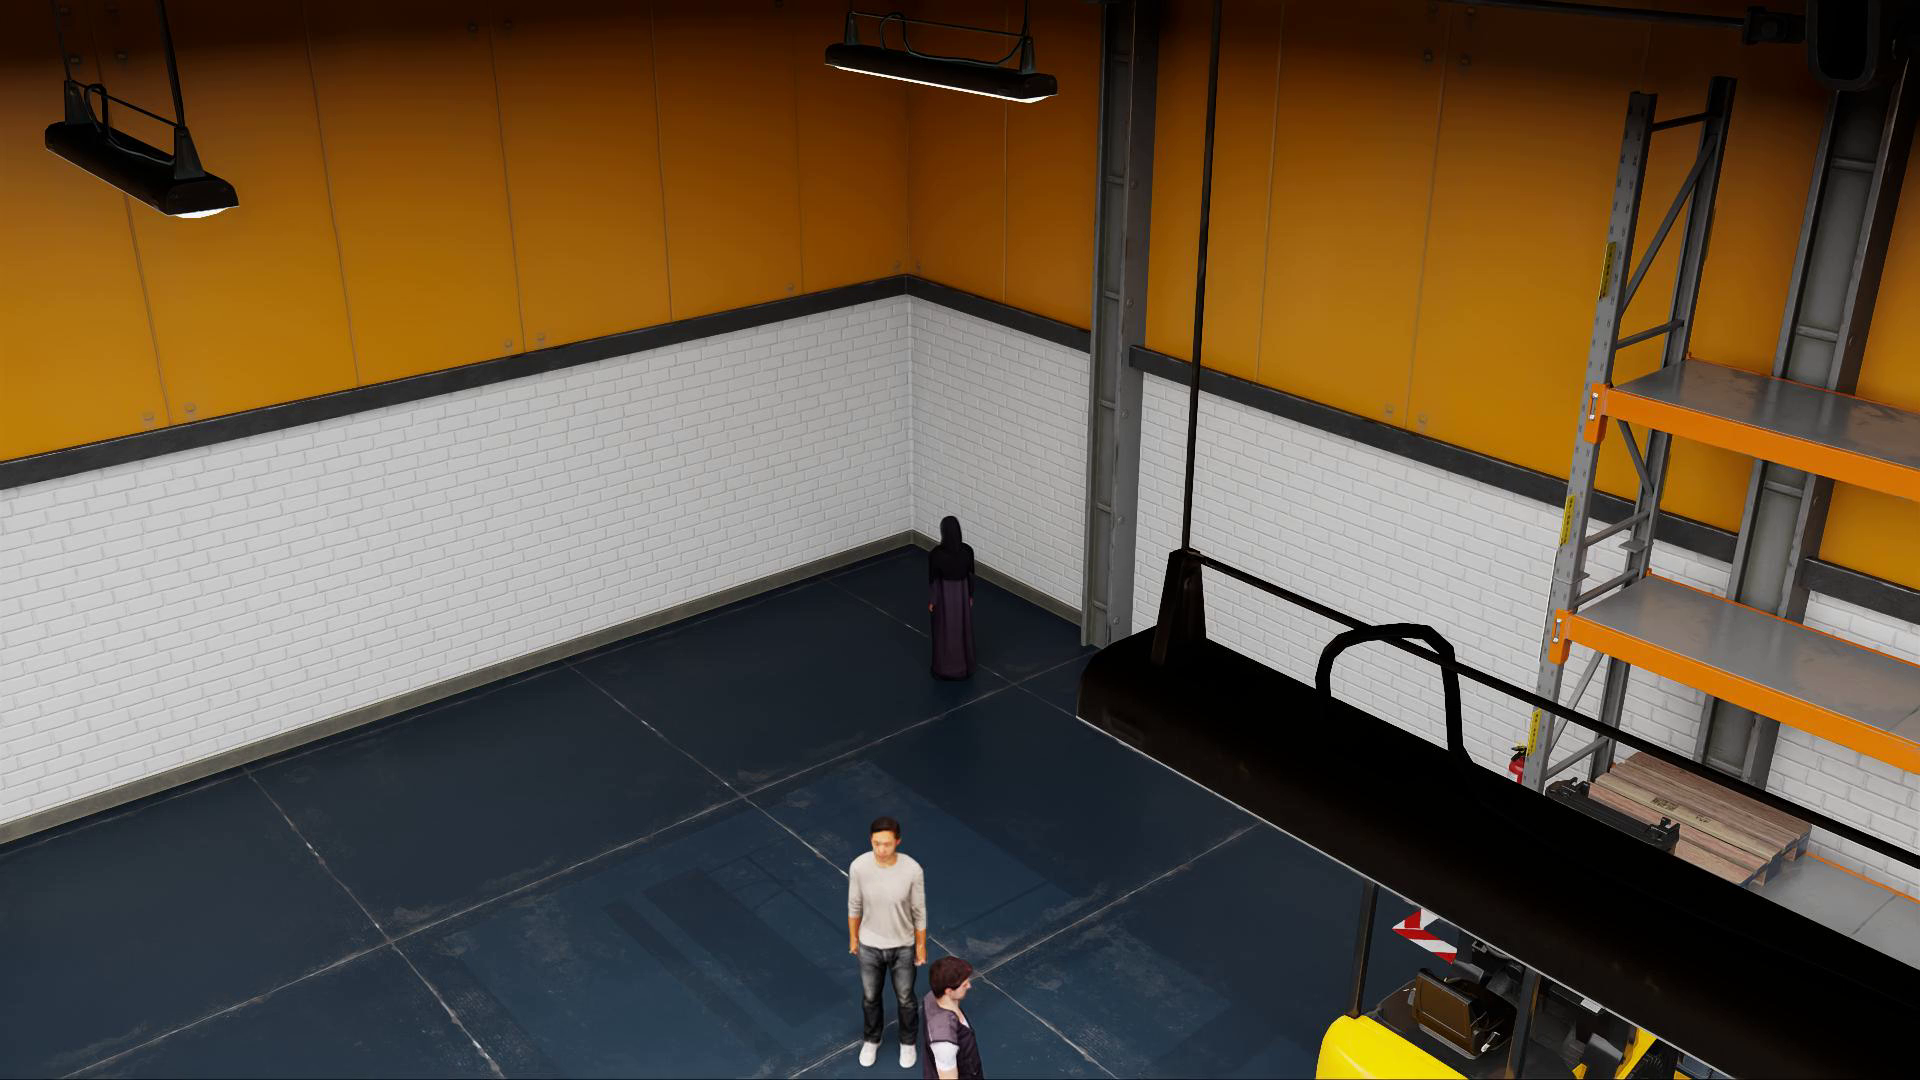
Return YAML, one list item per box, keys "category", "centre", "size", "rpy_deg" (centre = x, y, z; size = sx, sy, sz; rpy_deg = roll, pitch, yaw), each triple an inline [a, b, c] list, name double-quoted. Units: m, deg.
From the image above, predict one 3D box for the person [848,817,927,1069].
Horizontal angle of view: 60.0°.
- category: "person"
  centre: [-0.457, 2.515, 10.528]
  size: [0.721, 1.809, 0.782]
  rpy_deg: [2, 24, 4]

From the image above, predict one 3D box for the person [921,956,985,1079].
- category: "person"
  centre: [-0.070, 3.078, 9.190]
  size: [0.802, 1.849, 0.695]
  rpy_deg: [-3, 24, -7]

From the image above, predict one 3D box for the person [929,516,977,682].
- category: "person"
  centre: [-0.083, 0.526, 15.319]
  size: [0.695, 1.614, 0.719]
  rpy_deg: [-6, 24, -13]
